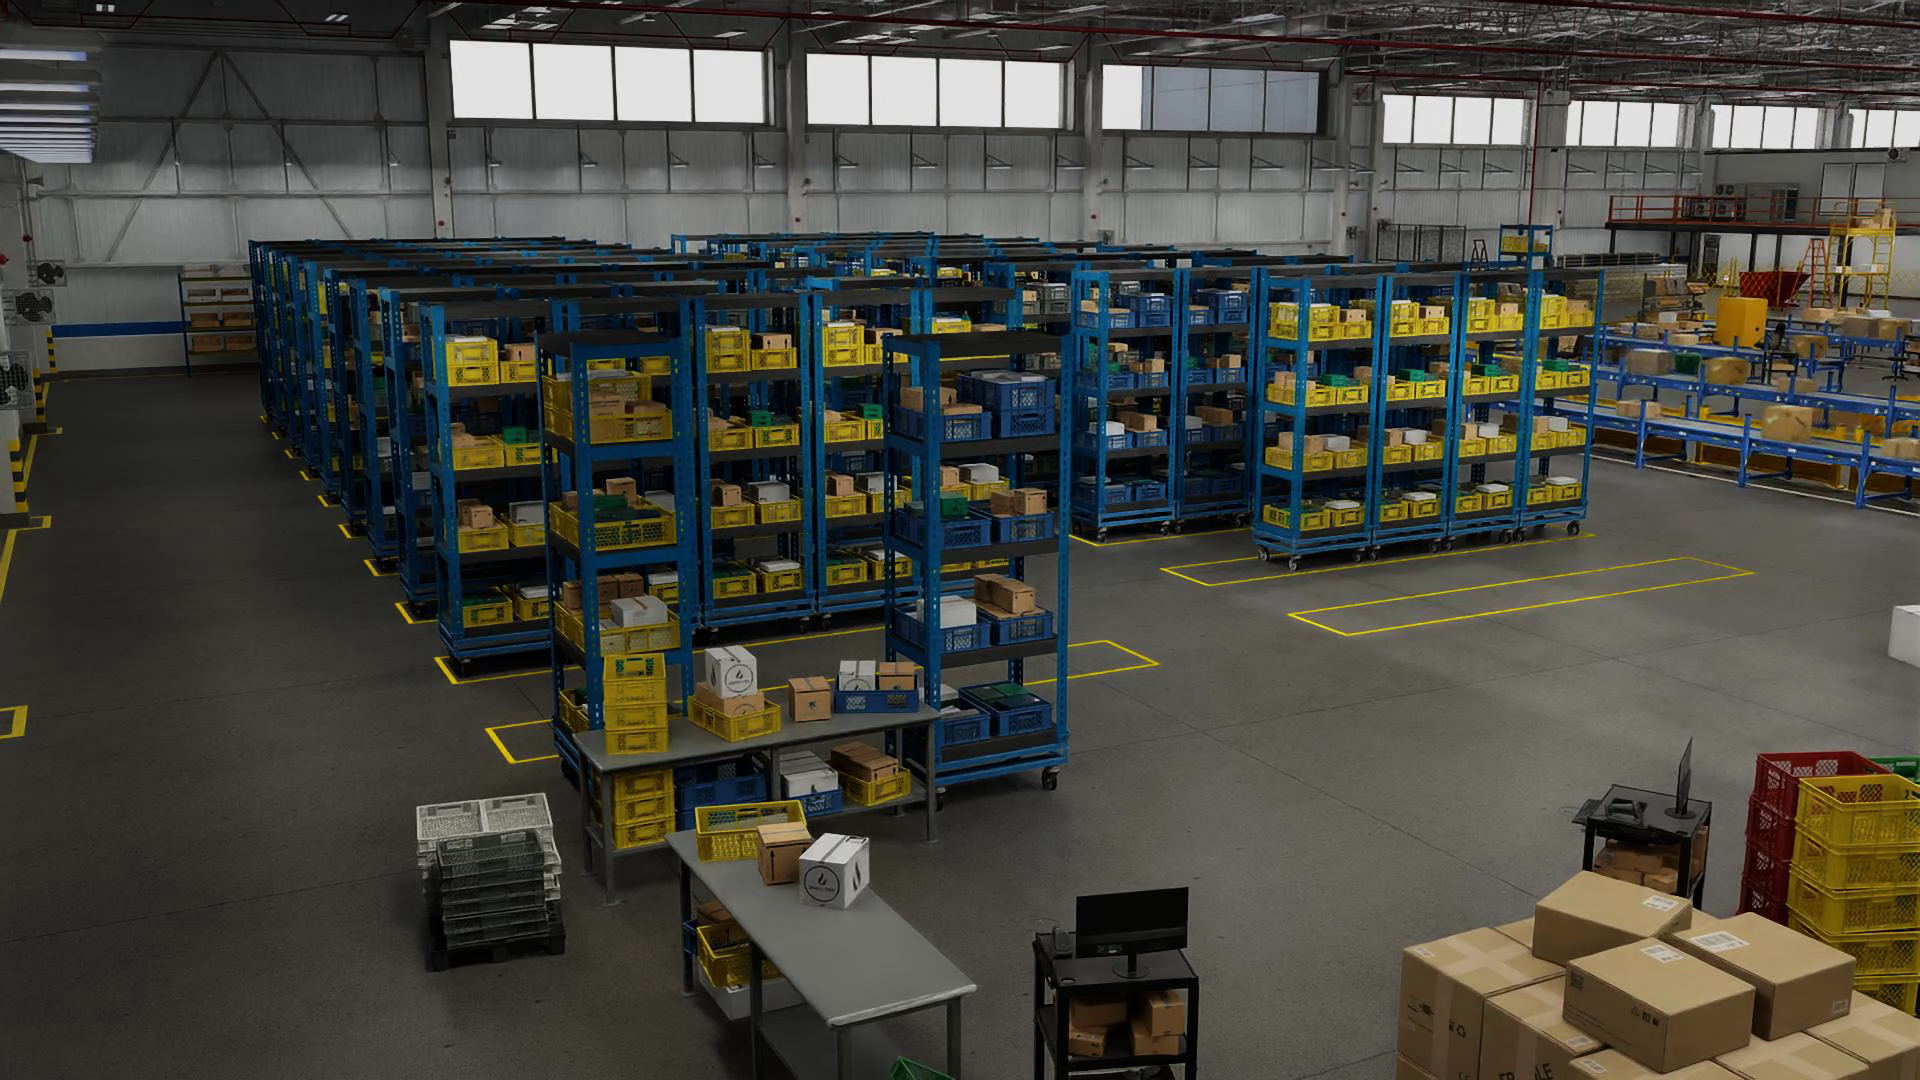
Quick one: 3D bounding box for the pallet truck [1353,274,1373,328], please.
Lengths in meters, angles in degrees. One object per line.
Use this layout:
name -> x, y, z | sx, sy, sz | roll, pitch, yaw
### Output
pallet truck -> 13.011, -8.050, 55.243 | 0.823, 1.965, 1.885 | -7, 14, -28

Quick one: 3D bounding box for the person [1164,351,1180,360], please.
person -> 4.791, -4.204, 37.214 | 0.640, 2.026, 0.436 | -9, 15, -36
